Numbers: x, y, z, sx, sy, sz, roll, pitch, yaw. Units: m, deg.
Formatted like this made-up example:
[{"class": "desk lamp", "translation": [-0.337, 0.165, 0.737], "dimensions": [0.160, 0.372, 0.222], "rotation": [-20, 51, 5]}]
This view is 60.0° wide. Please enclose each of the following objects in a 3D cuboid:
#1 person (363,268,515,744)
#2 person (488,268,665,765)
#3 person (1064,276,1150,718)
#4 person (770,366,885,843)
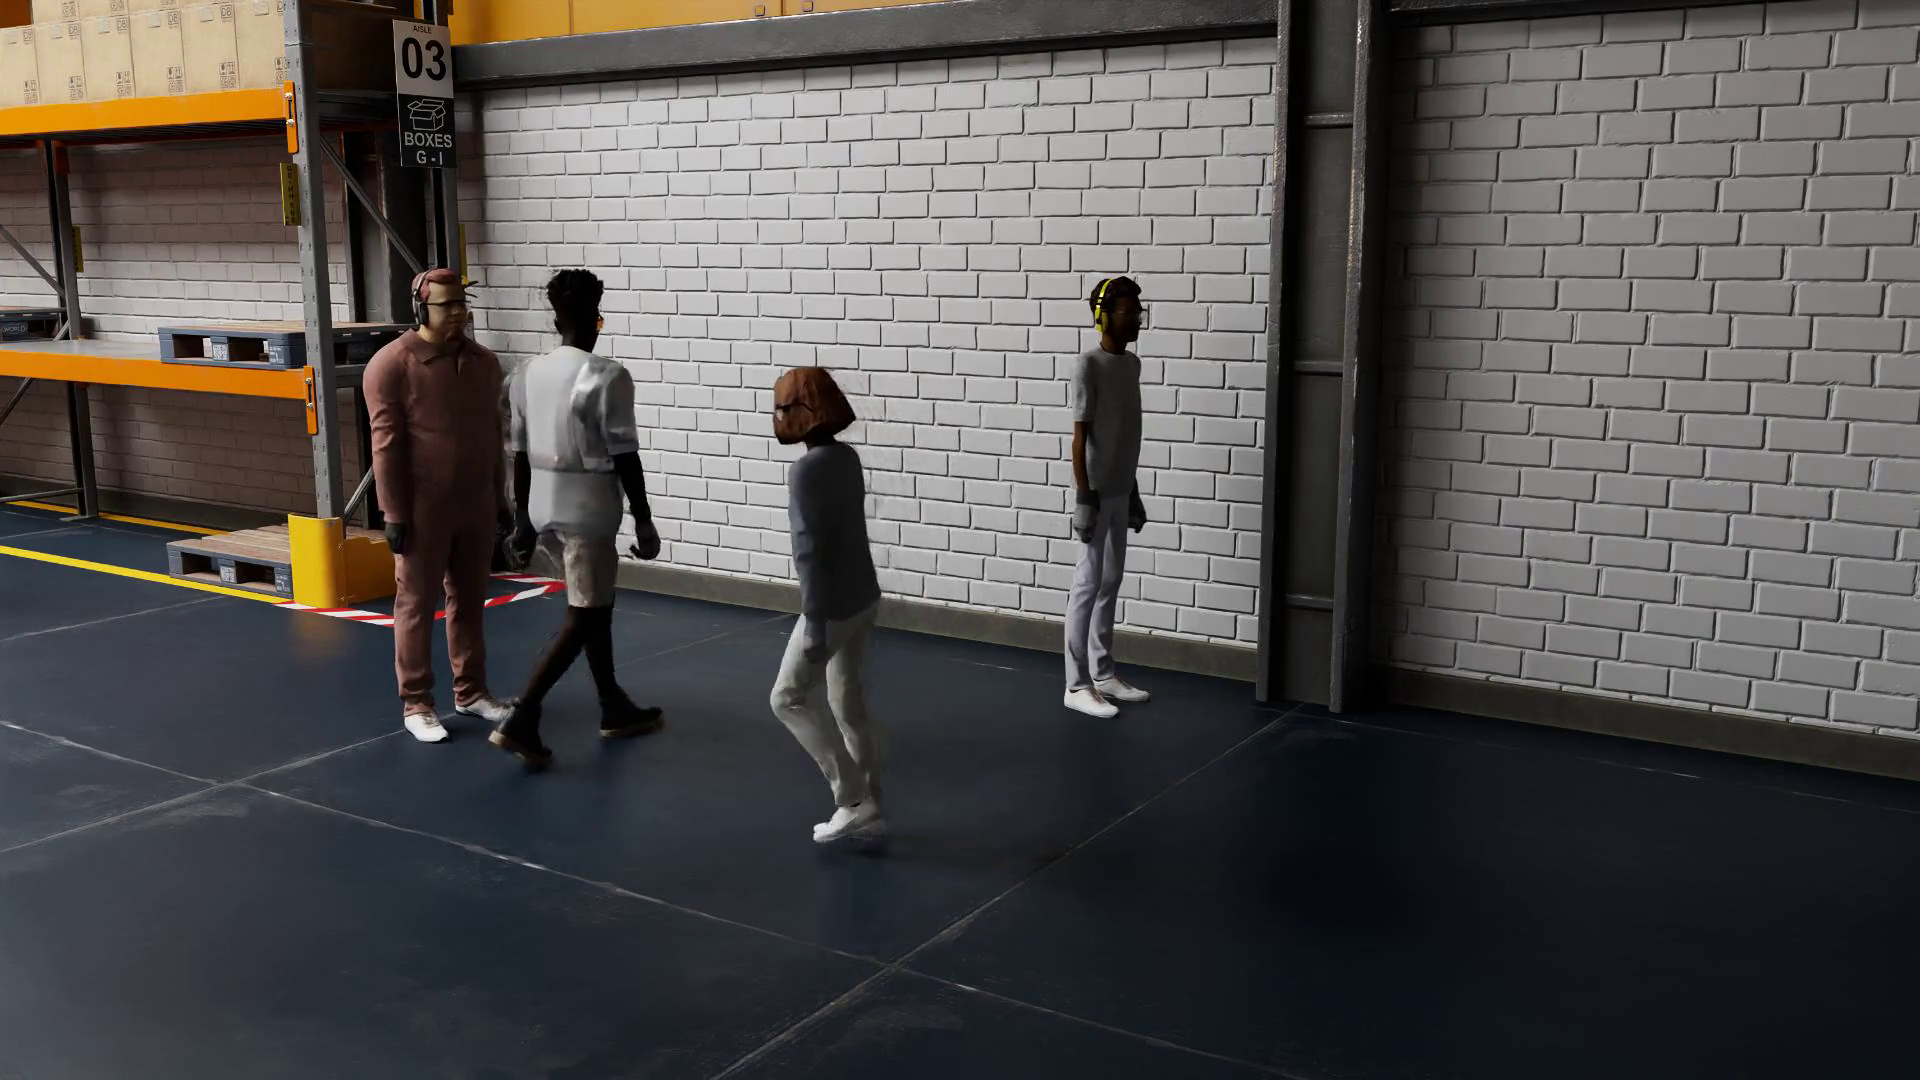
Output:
[{"class": "person", "translation": [-2.088, -0.148, 6.819], "dimensions": [0.400, 1.910, 0.643], "rotation": [7, 12, 34]}, {"class": "person", "translation": [-1.537, -0.095, 6.504], "dimensions": [0.589, 1.924, 0.836], "rotation": [9, 13, 40]}, {"class": "person", "translation": [0.650, -0.191, 7.160], "dimensions": [0.335, 1.873, 0.519], "rotation": [7, 12, 34]}, {"class": "person", "translation": [-0.429, 0.240, 5.481], "dimensions": [0.382, 1.611, 0.564], "rotation": [3, 11, 15]}]
